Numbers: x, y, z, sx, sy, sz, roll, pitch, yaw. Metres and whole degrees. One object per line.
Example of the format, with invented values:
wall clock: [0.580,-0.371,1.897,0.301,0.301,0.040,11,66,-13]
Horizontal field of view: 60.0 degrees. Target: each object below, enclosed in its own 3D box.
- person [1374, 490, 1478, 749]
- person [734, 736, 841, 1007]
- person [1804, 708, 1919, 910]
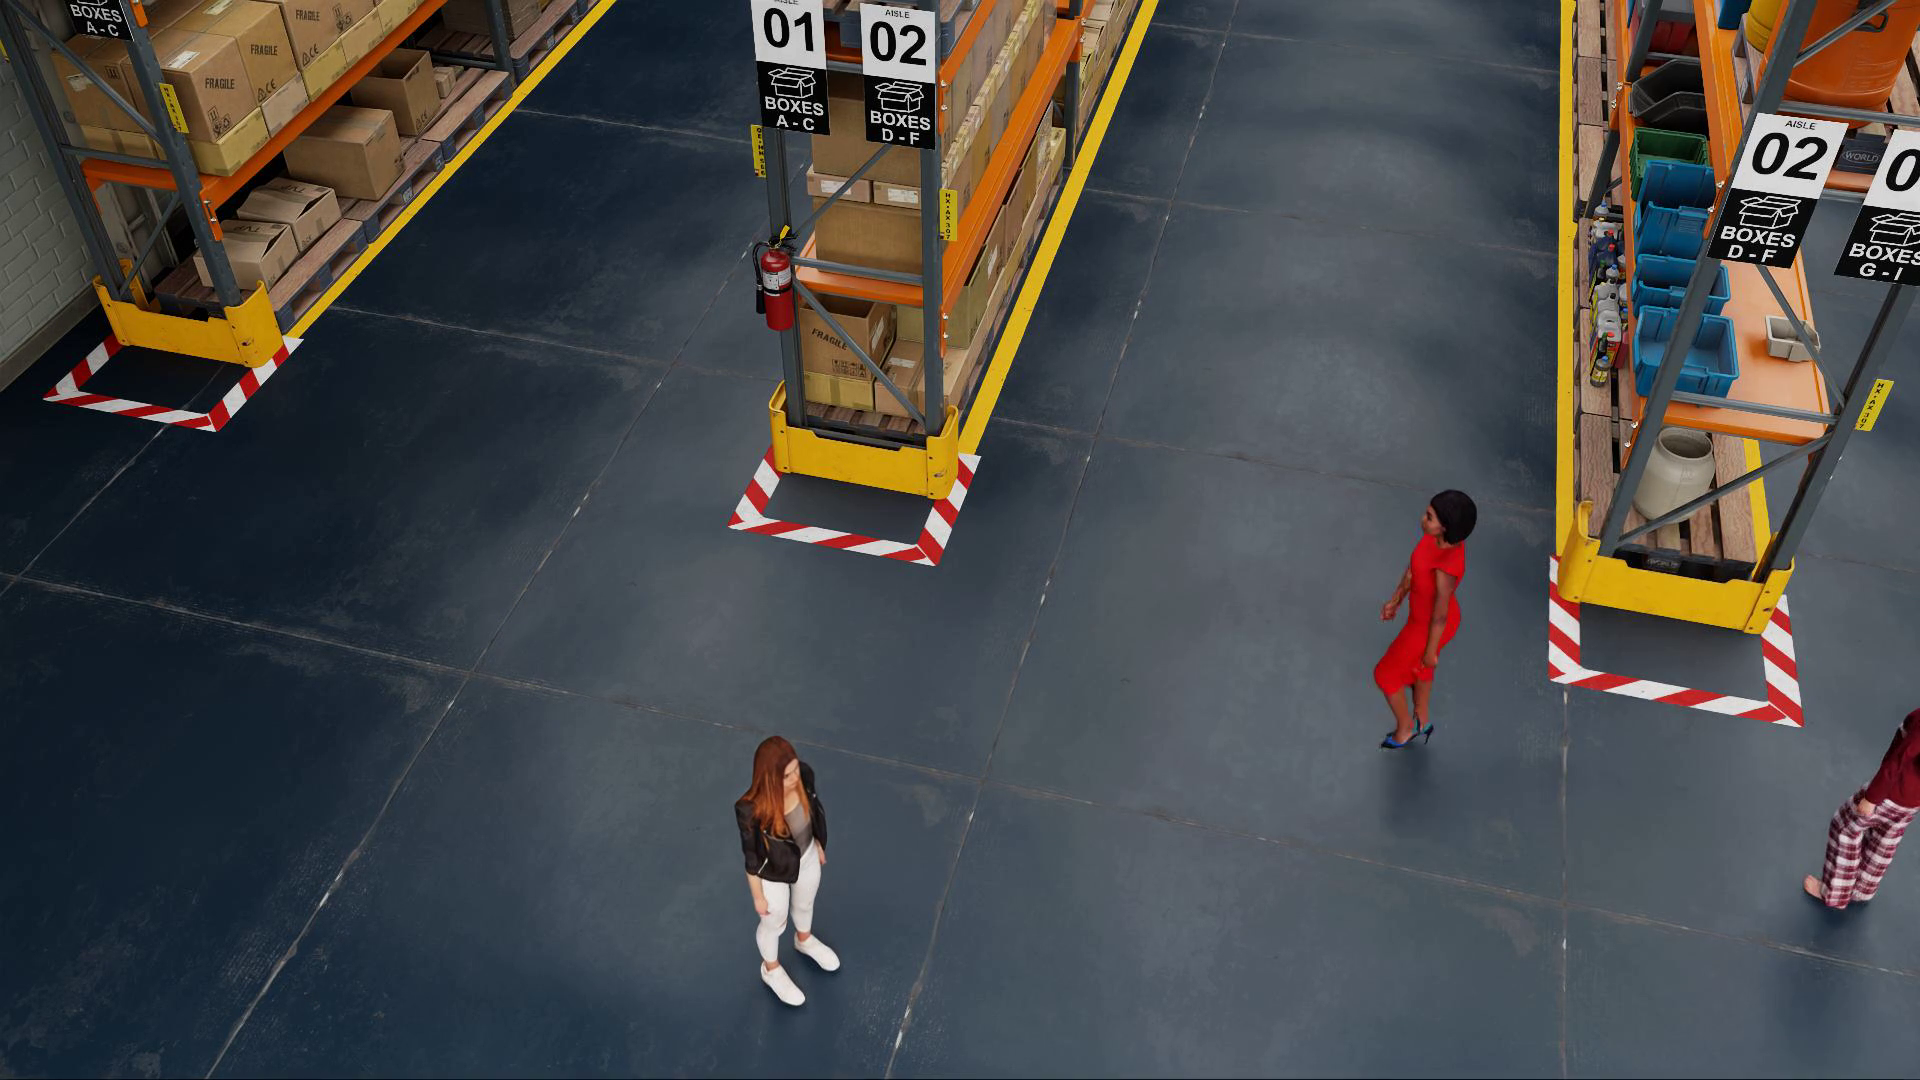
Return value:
person: [2.470,0.449,8.491,0.640,1.733,0.557,6,43,6]
person: [-0.794,1.453,7.441,0.615,1.699,0.718,-34,53,-31]
person: [4.431,1.145,7.772,0.695,1.698,0.736,-19,46,-19]
